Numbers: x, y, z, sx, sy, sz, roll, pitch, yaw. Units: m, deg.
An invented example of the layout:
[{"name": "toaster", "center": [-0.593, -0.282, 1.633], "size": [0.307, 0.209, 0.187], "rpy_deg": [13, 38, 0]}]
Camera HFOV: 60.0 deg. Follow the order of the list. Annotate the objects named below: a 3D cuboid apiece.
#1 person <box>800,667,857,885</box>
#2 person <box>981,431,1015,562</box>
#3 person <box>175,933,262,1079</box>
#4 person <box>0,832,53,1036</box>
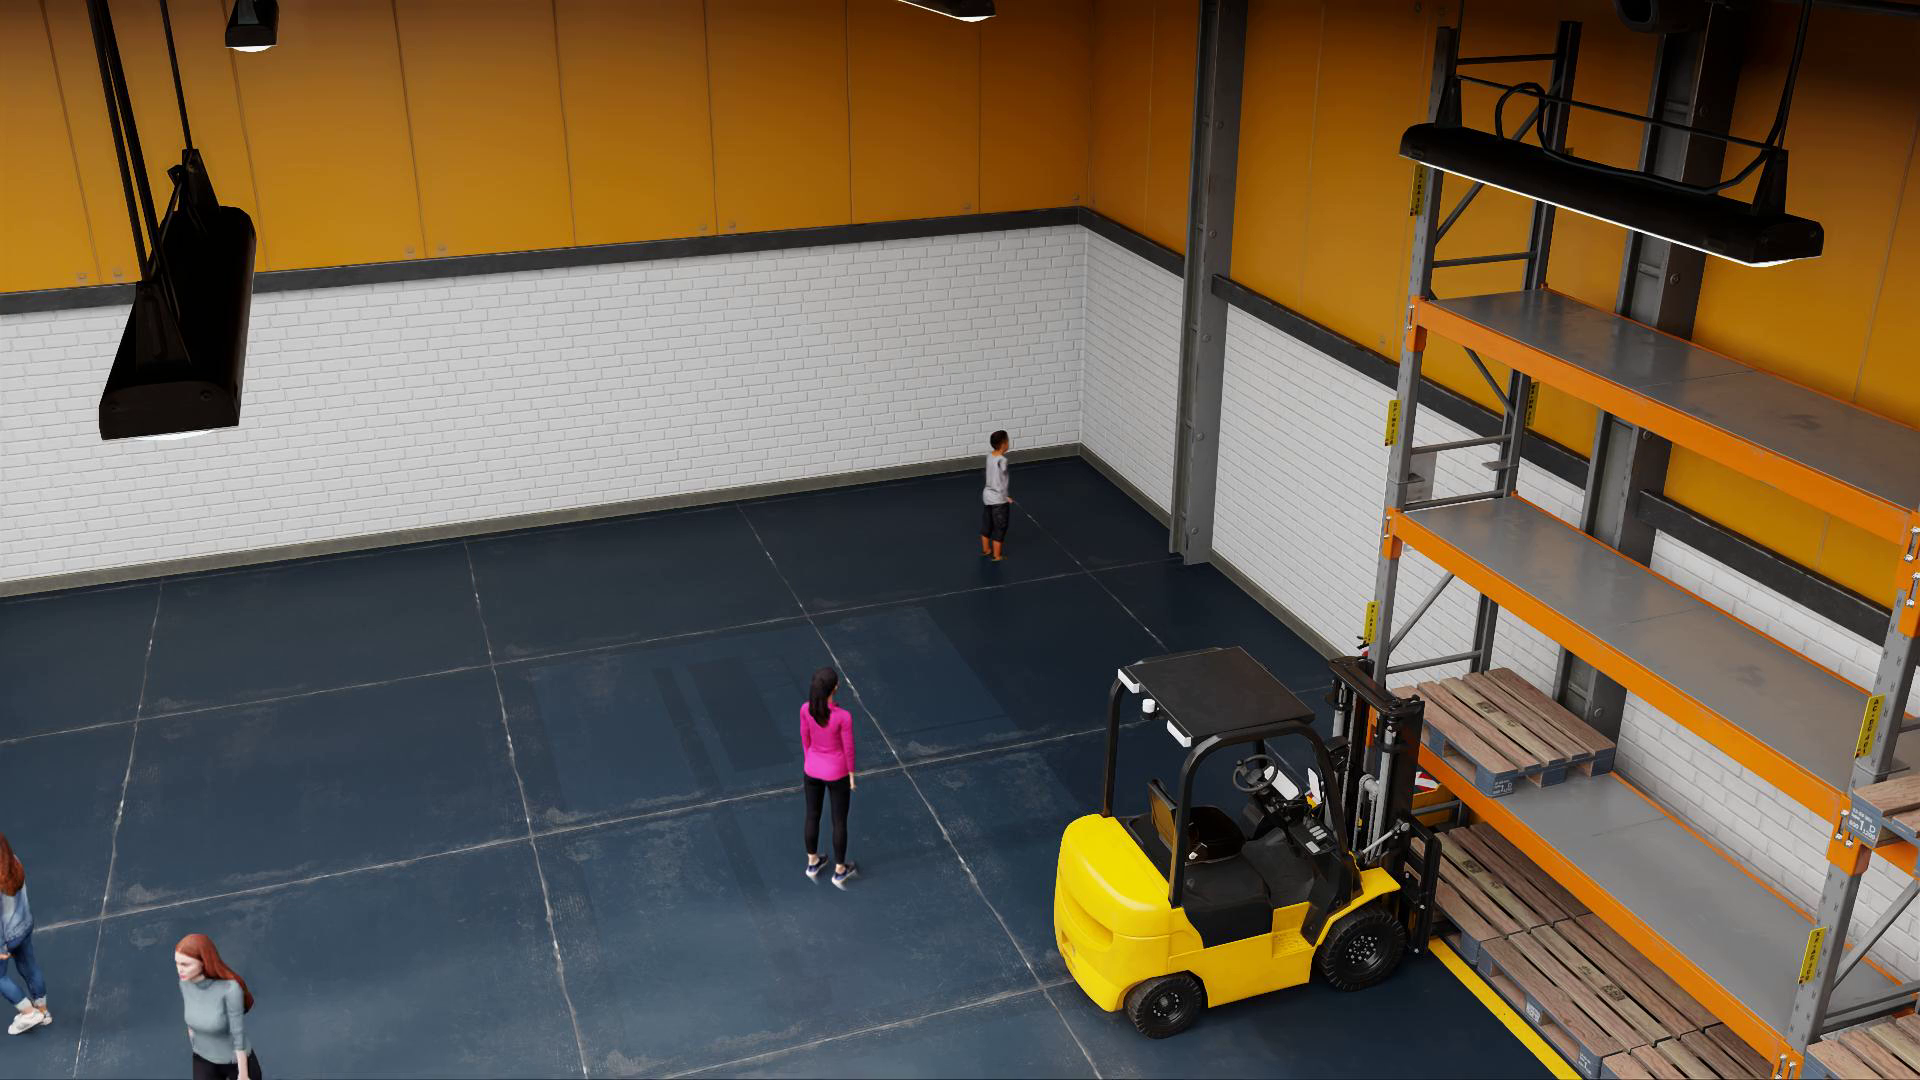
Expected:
[{"name": "person", "center": [-0.970, 1.685, 12.012], "size": [0.675, 1.698, 0.726], "rpy_deg": [8, 25, 18]}, {"name": "person", "center": [0.376, -0.501, 17.320], "size": [0.672, 1.452, 0.532], "rpy_deg": [-18, 29, -35]}, {"name": "person", "center": [-4.015, 2.882, 9.239], "size": [0.952, 1.724, 1.092], "rpy_deg": [7, 25, 16]}, {"name": "person", "center": [-5.939, 2.465, 10.514], "size": [0.702, 1.469, 0.581], "rpy_deg": [0, 24, 1]}]
